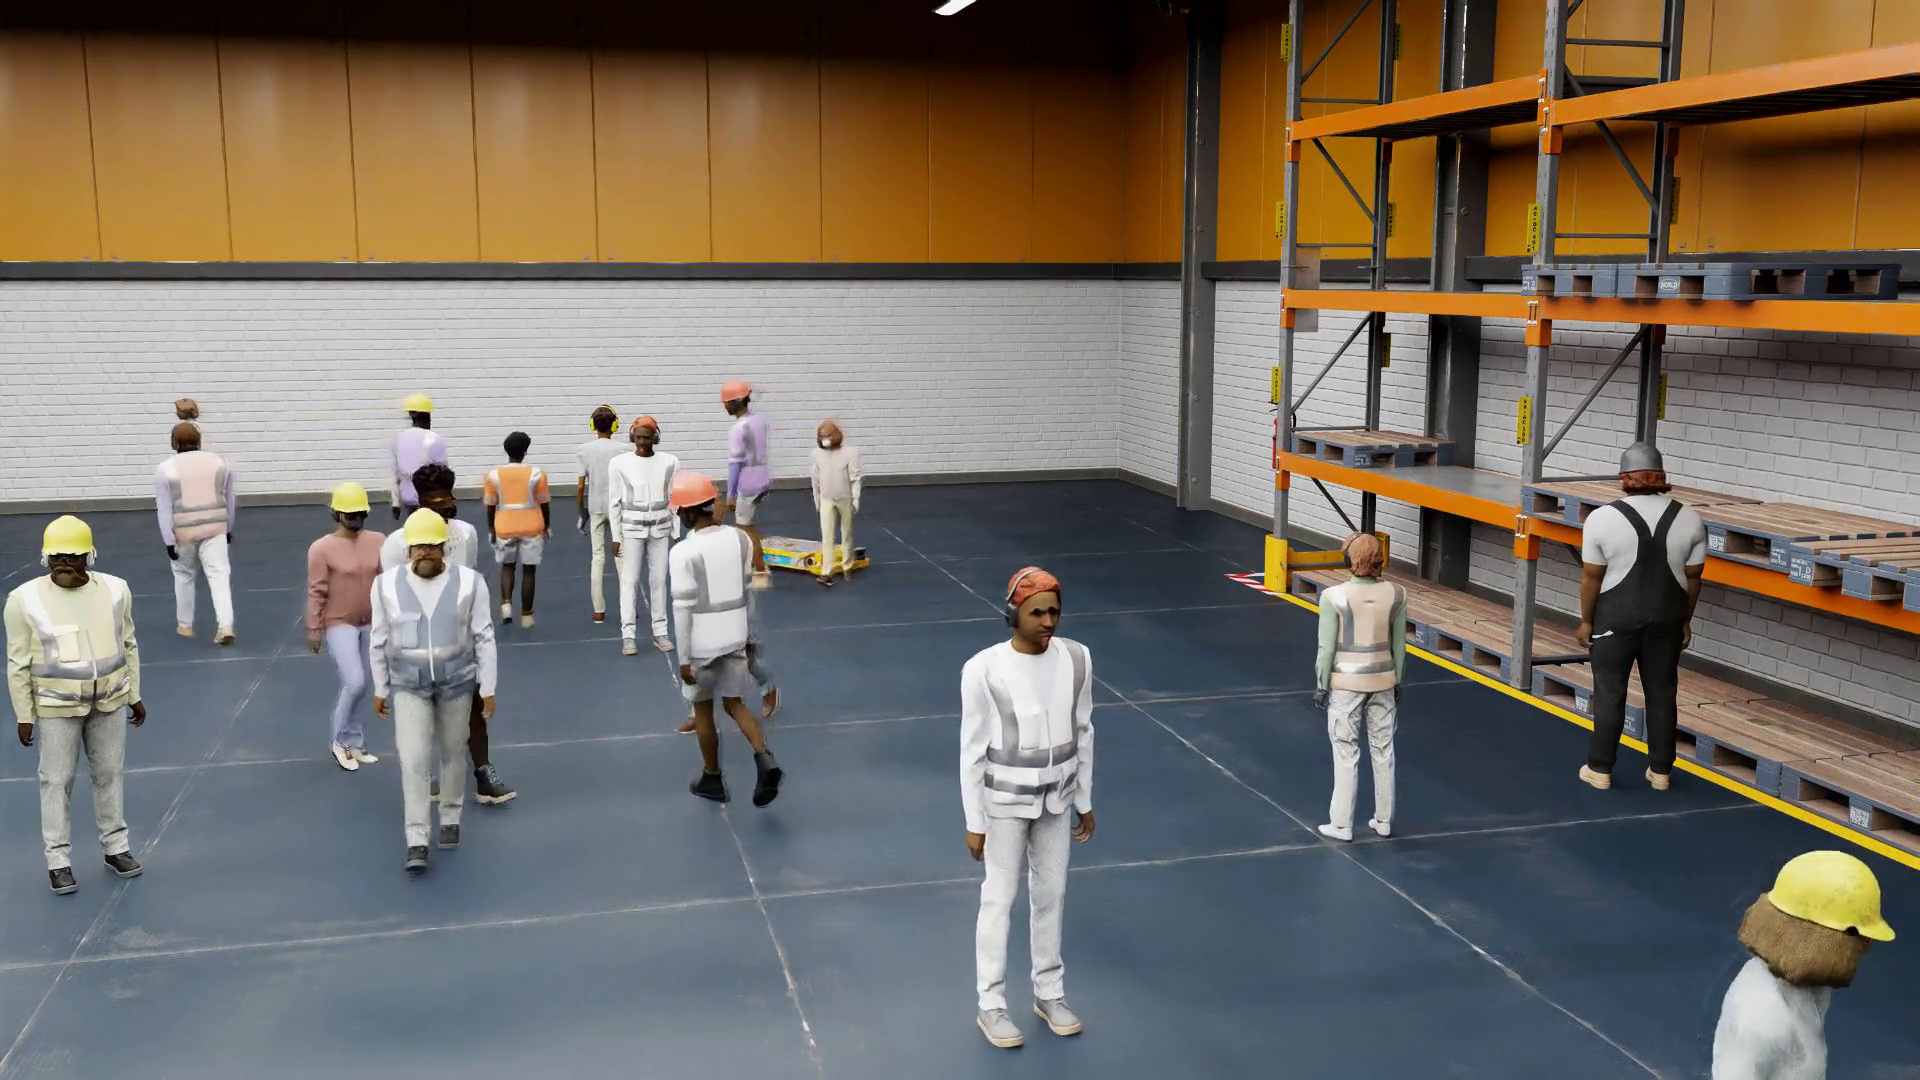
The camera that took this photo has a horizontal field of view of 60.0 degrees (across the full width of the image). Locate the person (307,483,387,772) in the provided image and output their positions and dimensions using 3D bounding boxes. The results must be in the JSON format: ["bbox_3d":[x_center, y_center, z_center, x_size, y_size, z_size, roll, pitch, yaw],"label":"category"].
[{"bbox_3d":[-3.635,0.519,10.019,0.469,1.747,0.524,6,11,32],"label":"person"}]

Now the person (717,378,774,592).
[{"bbox_3d":[-1.992,-0.500,15.511,0.475,2.017,0.638,3,9,15],"label":"person"}]

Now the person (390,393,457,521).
[{"bbox_3d":[-4.965,-0.387,15.188,0.589,1.903,0.757,4,10,25],"label":"person"}]

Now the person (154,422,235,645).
[{"bbox_3d":[-6.149,-0.054,13.440,0.621,1.803,0.957,-7,11,-37],"label":"person"}]

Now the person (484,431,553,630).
[{"bbox_3d":[-3.689,-0.075,13.939,0.532,1.676,0.375,-1,9,-4],"label":"person"}]

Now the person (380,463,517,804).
[{"bbox_3d":[-2.824,0.546,9.226,0.869,1.932,0.639,8,12,39],"label":"person"}]

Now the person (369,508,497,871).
[{"bbox_3d":[-2.641,0.751,8.358,0.621,1.801,0.821,-3,10,-17],"label":"person"}]

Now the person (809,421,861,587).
[{"bbox_3d":[-1.197,-0.345,15.908,0.514,1.570,0.881,1,9,5],"label":"person"}]

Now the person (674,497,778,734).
[{"bbox_3d":[-1.538,0.437,10.952,0.556,1.597,0.777,7,12,39],"label":"person"}]

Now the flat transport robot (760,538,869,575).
[{"bbox_3d":[-1.682,0.146,16.915,1.431,0.197,0.652,6,11,34],"label":"flat transport robot"}]

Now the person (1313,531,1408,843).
[{"bbox_3d":[2.100,0.774,8.735,0.515,1.640,0.315,-2,9,-14],"label":"person"}]

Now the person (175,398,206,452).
[{"bbox_3d":[-8.411,-0.733,18.176,0.417,1.635,0.524,-4,10,-25],"label":"person"}]

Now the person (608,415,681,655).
[{"bbox_3d":[-2.467,-0.045,13.089,0.575,1.885,0.360,-4,10,-24],"label":"person"}]

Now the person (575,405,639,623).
[{"bbox_3d":[-3.011,-0.219,14.214,0.518,1.874,0.330,0,9,-2],"label":"person"}]

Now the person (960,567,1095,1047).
[{"bbox_3d":[0.261,1.029,6.445,0.570,1.878,0.363,-5,10,-29],"label":"person"}]

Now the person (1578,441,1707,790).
[{"bbox_3d":[3.899,0.430,9.640,0.679,2.000,0.537,1,9,4],"label":"person"}]

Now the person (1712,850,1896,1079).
[{"bbox_3d":[1.911,1.529,3.823,0.908,1.689,0.494,5,10,28],"label":"person"}]

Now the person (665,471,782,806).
[{"bbox_3d":[-1.310,0.570,9.192,0.589,1.903,0.706,-9,12,-43],"label":"person"}]

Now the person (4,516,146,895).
[{"bbox_3d":[-4.273,0.783,8.086,0.404,1.828,0.602,8,12,41],"label":"person"}]
